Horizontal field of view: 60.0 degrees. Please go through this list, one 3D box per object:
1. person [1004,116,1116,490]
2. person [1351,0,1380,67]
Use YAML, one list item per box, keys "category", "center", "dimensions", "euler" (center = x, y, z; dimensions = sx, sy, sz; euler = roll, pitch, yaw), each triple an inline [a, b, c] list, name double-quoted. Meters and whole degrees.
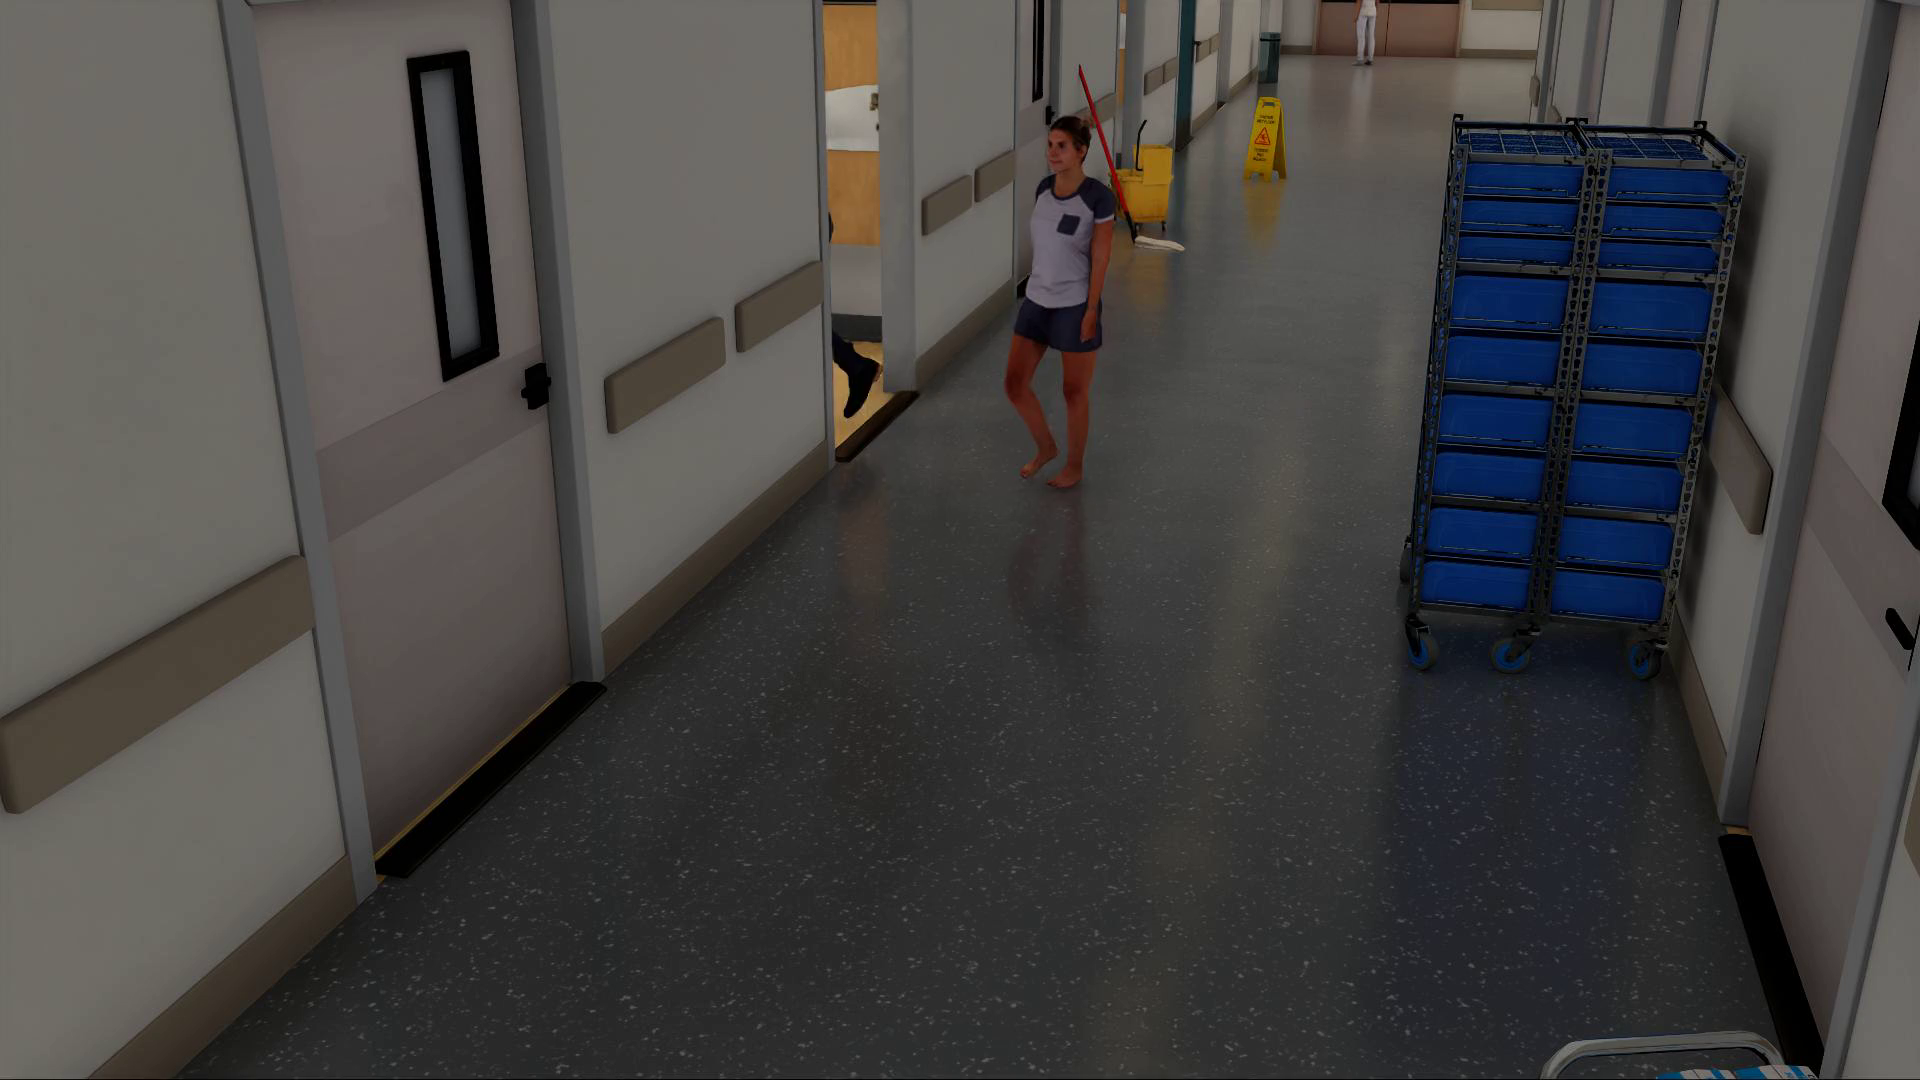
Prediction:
- category: "person"
  center: [0.489, -1.020, 7.233]
  dimensions: [0.672, 1.613, 0.701]
  euler: [17, 26, 37]
- category: "person"
  center: [6.689, -8.666, 27.334]
  dimensions: [0.676, 1.673, 0.714]
  euler: [-8, 22, -21]
